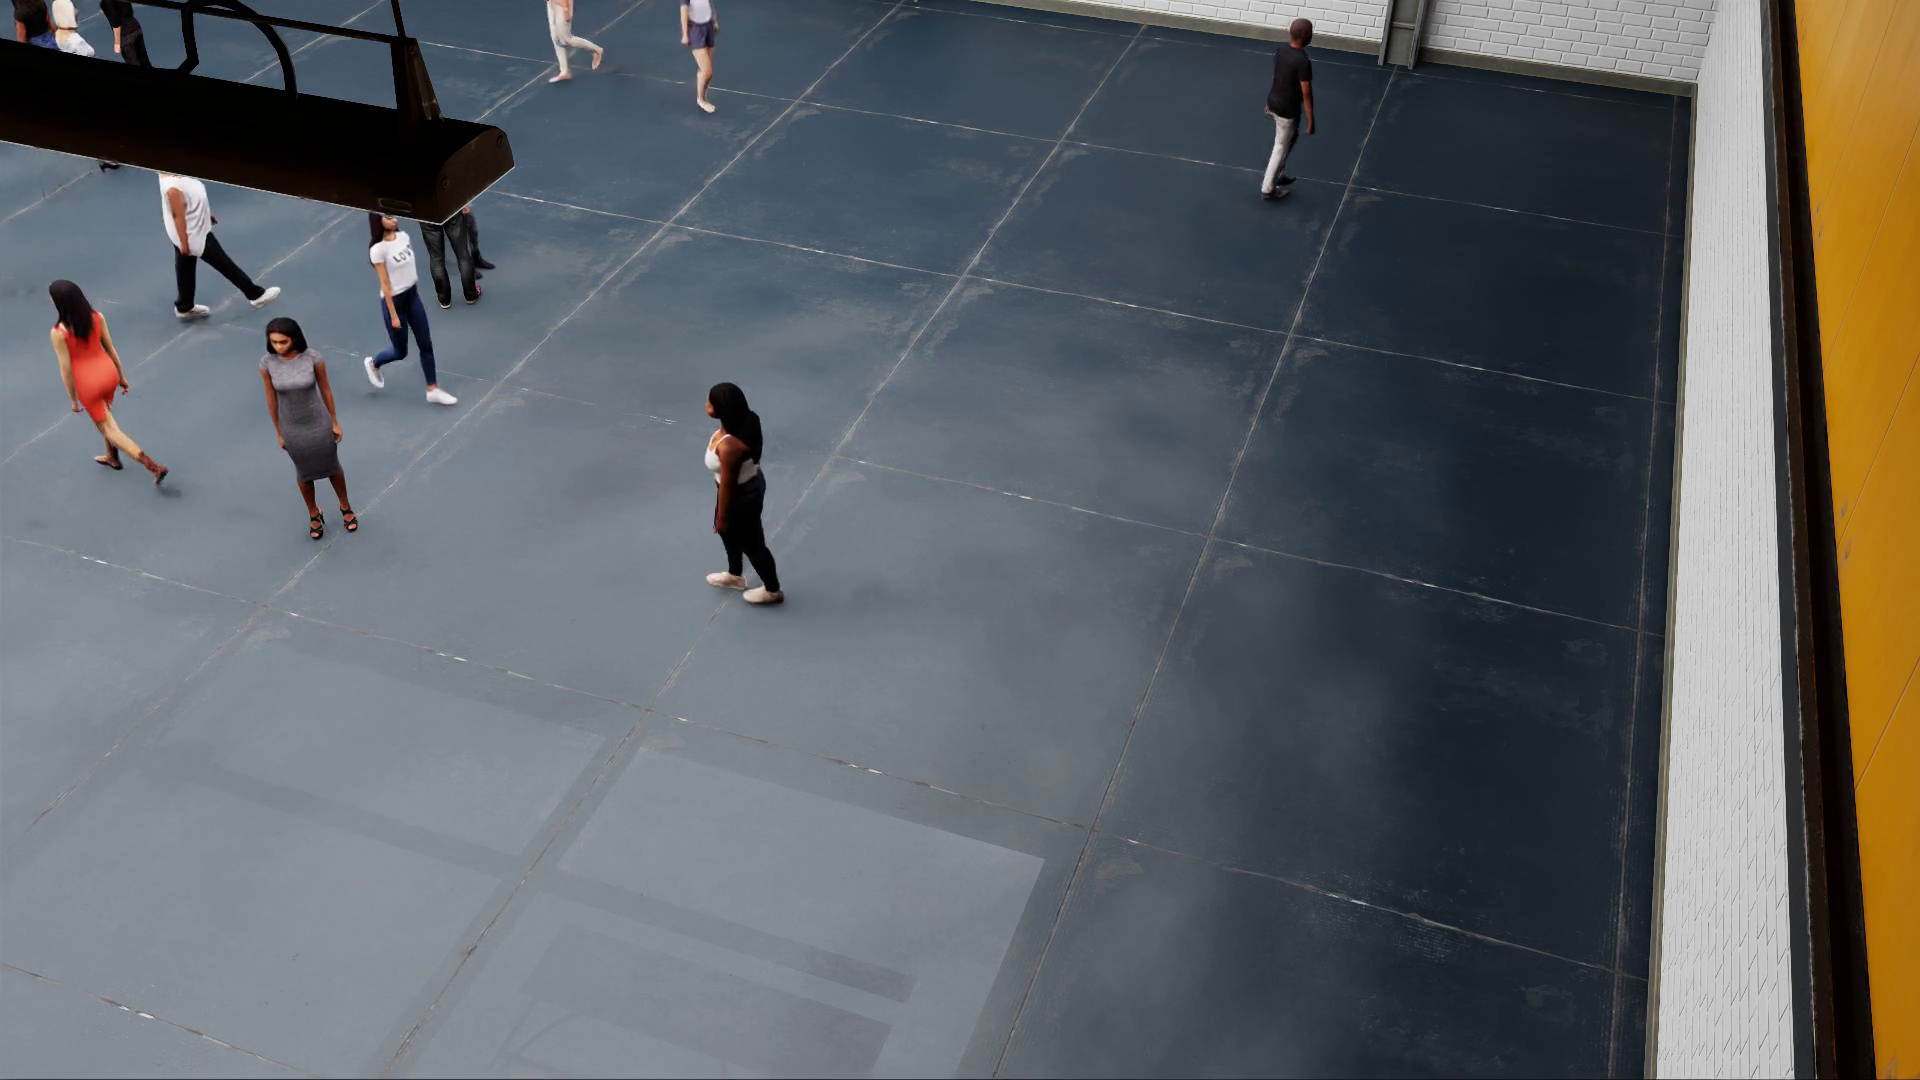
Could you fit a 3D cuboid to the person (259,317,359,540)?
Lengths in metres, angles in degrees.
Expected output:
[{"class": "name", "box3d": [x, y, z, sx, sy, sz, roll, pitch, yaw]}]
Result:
[{"class": "person", "box3d": [-4.592, -0.794, 11.701, 0.645, 1.781, 0.724, -12, 40, -15]}]

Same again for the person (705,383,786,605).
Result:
[{"class": "person", "box3d": [-1.349, -0.276, 11.048, 0.881, 1.787, 0.779, 4, 39, 4]}]

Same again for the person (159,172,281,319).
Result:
[{"class": "person", "box3d": [-6.561, -2.594, 14.069, 1.156, 1.639, 1.123, -19, 42, -22]}]

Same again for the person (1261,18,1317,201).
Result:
[{"class": "person", "box3d": [3.018, -4.049, 15.769, 0.935, 1.791, 0.877, -15, 41, -18]}]

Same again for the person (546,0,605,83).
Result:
[{"class": "person", "box3d": [-4.268, -5.833, 18.068, 0.950, 1.711, 0.928, -21, 43, -24]}]

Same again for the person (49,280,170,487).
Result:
[{"class": "person", "box3d": [-6.254, -1.104, 12.164, 1.099, 1.688, 0.670, 17, 42, 20]}]

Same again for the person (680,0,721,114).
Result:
[{"class": "person", "box3d": [-2.800, -5.310, 17.470, 0.618, 1.640, 0.646, 19, 43, 23]}]

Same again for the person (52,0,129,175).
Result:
[{"class": "person", "box3d": [-8.588, -4.385, 16.231, 0.550, 1.740, 0.664, 20, 43, 24]}]

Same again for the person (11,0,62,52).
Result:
[{"class": "person", "box3d": [-9.171, -4.853, 16.840, 0.870, 1.710, 0.619, 9, 39, 11]}]

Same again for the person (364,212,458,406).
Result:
[{"class": "person", "box3d": [-4.447, -1.833, 13.023, 0.989, 1.756, 0.617, 14, 41, 16]}]

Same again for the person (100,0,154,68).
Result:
[{"class": "person", "box3d": [-8.720, -5.297, 17.453, 0.578, 1.640, 0.623, 4, 39, 4]}]
